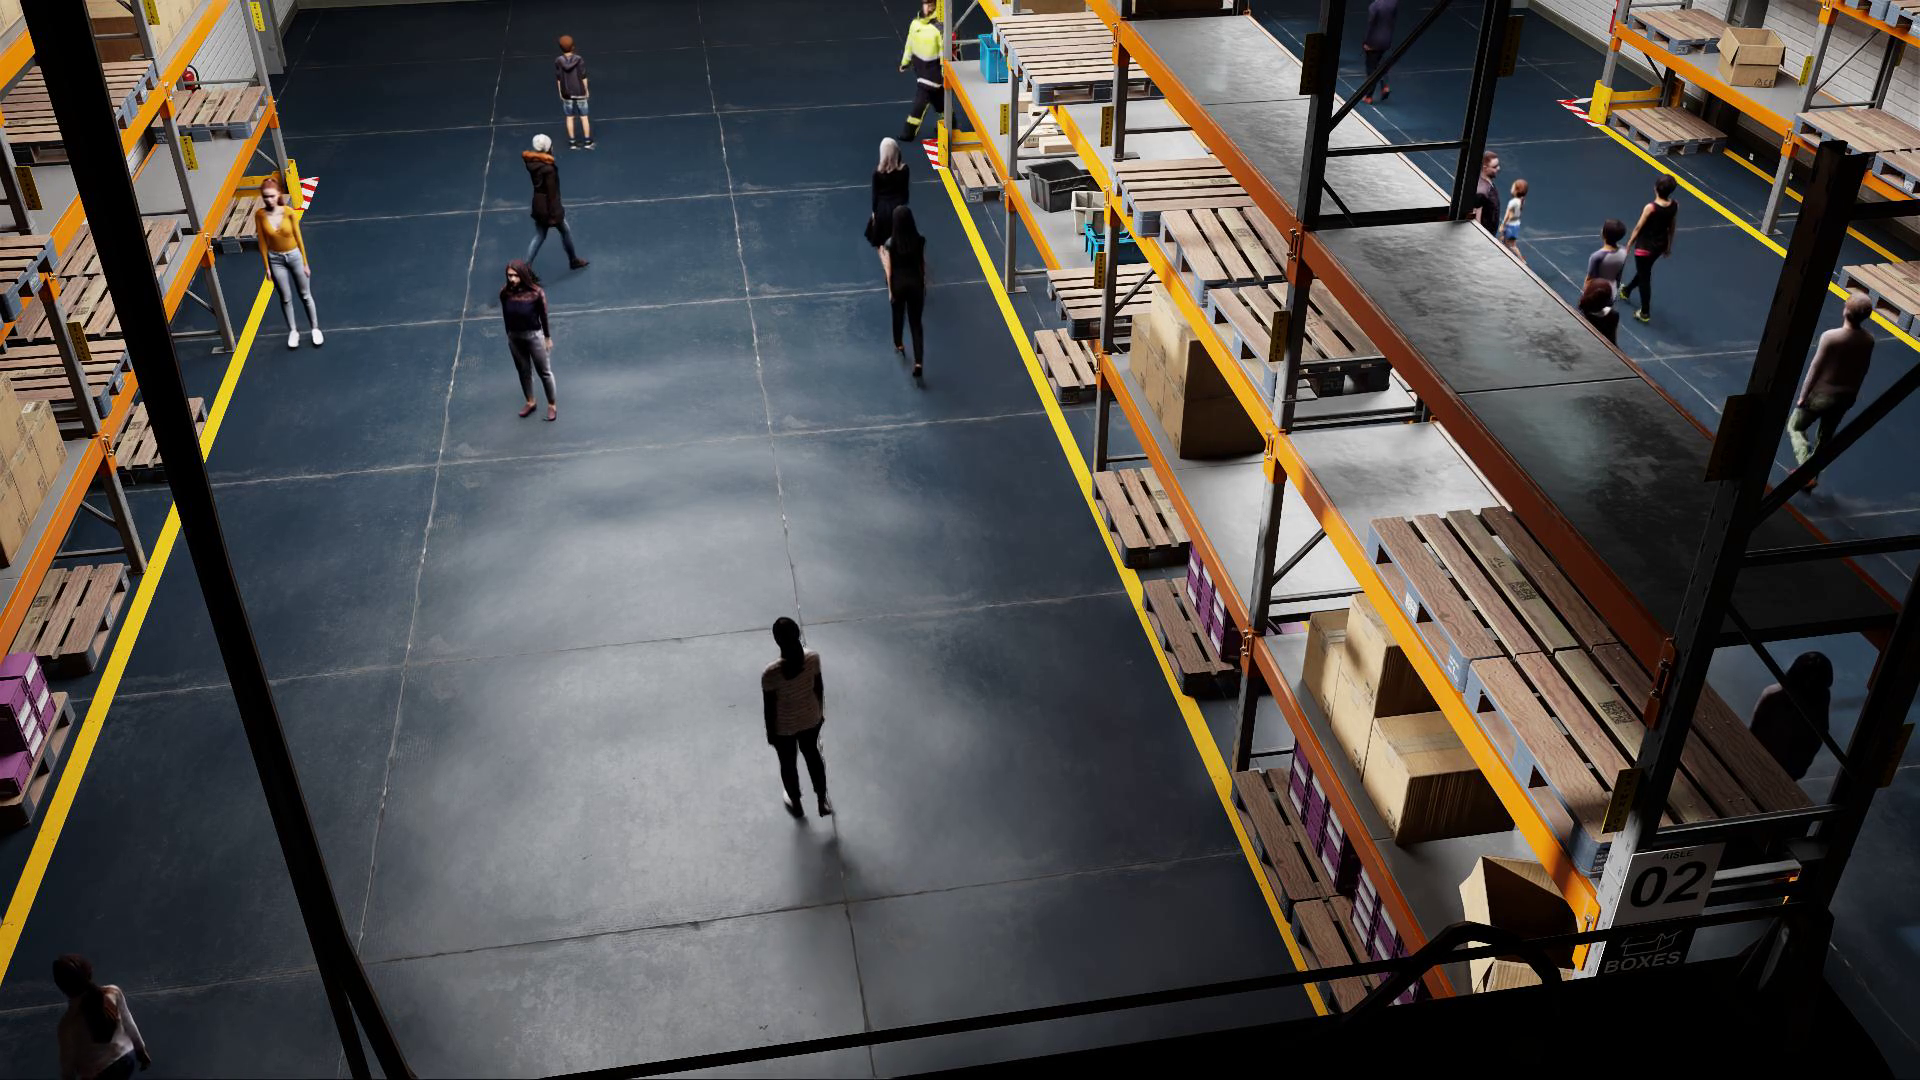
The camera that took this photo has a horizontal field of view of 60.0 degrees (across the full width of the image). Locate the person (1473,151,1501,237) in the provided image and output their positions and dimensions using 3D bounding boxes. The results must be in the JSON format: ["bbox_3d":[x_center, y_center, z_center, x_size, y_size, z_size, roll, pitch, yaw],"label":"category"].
[{"bbox_3d":[5.255,-3.085,16.994,0.835,1.840,0.721,12,36,18],"label":"person"}]

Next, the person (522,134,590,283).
[{"bbox_3d":[-4.508,-3.528,17.883,1.112,1.593,1.081,28,43,35],"label":"person"}]

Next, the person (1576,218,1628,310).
[{"bbox_3d":[6.269,-2.366,16.167,0.631,1.558,0.674,-12,36,-18],"label":"person"}]

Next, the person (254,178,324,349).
[{"bbox_3d":[-6.717,-2.767,16.598,0.581,1.749,0.544,-8,34,-12],"label":"person"}]

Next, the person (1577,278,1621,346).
[{"bbox_3d":[5.496,-1.390,14.507,0.714,1.770,1.044,-10,35,-15],"label":"person"}]

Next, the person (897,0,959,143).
[{"bbox_3d":[-0.310,-6.103,21.465,1.212,1.917,1.304,-20,39,-27],"label":"person"}]

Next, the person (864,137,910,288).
[{"bbox_3d":[-0.724,-3.378,17.527,0.688,1.738,0.854,-10,35,-15],"label":"person"}]

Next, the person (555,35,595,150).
[{"bbox_3d":[-4.974,-5.767,21.384,0.552,1.446,0.524,-2,34,-4],"label":"person"}]

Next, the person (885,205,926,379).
[{"bbox_3d":[-0.475,-2.364,16.040,0.605,1.695,1.067,-8,34,-11],"label":"person"}]

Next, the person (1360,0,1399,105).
[{"bbox_3d":[5.745,-6.754,22.622,0.789,1.720,0.881,-17,37,-24],"label":"person"}]

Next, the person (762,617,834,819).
[{"bbox_3d":[-1.023,1.208,10.720,0.721,1.636,0.854,-18,37,-24],"label":"person"}]

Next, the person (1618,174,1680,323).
[{"bbox_3d":[7.162,-2.984,17.128,0.641,1.523,0.980,-10,35,-14],"label":"person"}]

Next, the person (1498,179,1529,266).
[{"bbox_3d":[6.115,-3.455,18.304,0.760,1.006,0.670,25,41,32],"label":"person"}]

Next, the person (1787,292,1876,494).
[{"bbox_3d":[7.396,-1.165,14.083,0.734,1.865,0.847,-2,34,-2],"label":"person"}]

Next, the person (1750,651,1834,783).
[{"bbox_3d":[5.200,1.330,10.564,0.624,1.604,0.656,-4,34,-6],"label":"person"}]

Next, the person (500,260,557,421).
[{"bbox_3d":[-3.987,-1.840,15.337,0.664,1.602,0.643,8,34,11],"label":"person"}]

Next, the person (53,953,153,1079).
[{"bbox_3d":[-4.285,2.752,8.507,0.985,1.514,1.062,14,36,20],"label":"person"}]
